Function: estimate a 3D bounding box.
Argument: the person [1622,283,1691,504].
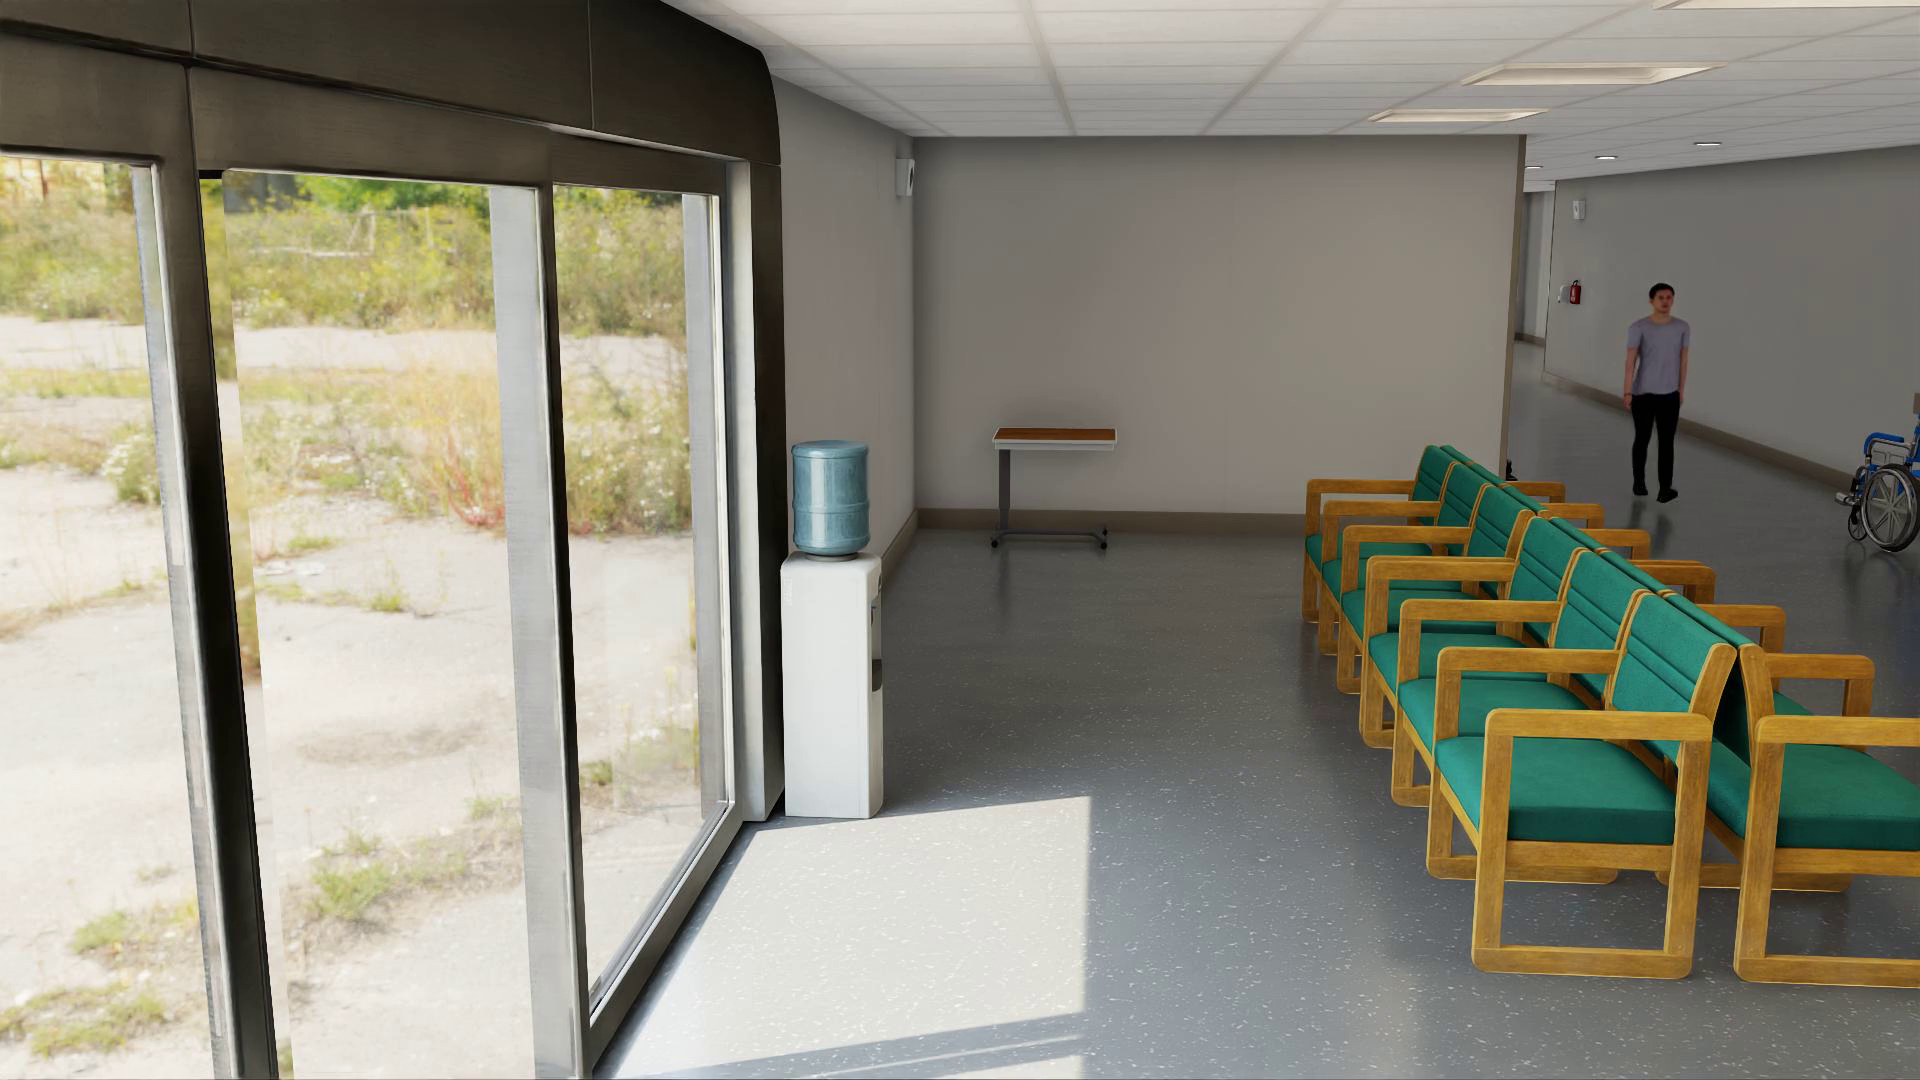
[{"bbox_3d":[5.887,-1.227,14.148,1.128,1.818,0.807,2,11,9],"label":"person"}]
